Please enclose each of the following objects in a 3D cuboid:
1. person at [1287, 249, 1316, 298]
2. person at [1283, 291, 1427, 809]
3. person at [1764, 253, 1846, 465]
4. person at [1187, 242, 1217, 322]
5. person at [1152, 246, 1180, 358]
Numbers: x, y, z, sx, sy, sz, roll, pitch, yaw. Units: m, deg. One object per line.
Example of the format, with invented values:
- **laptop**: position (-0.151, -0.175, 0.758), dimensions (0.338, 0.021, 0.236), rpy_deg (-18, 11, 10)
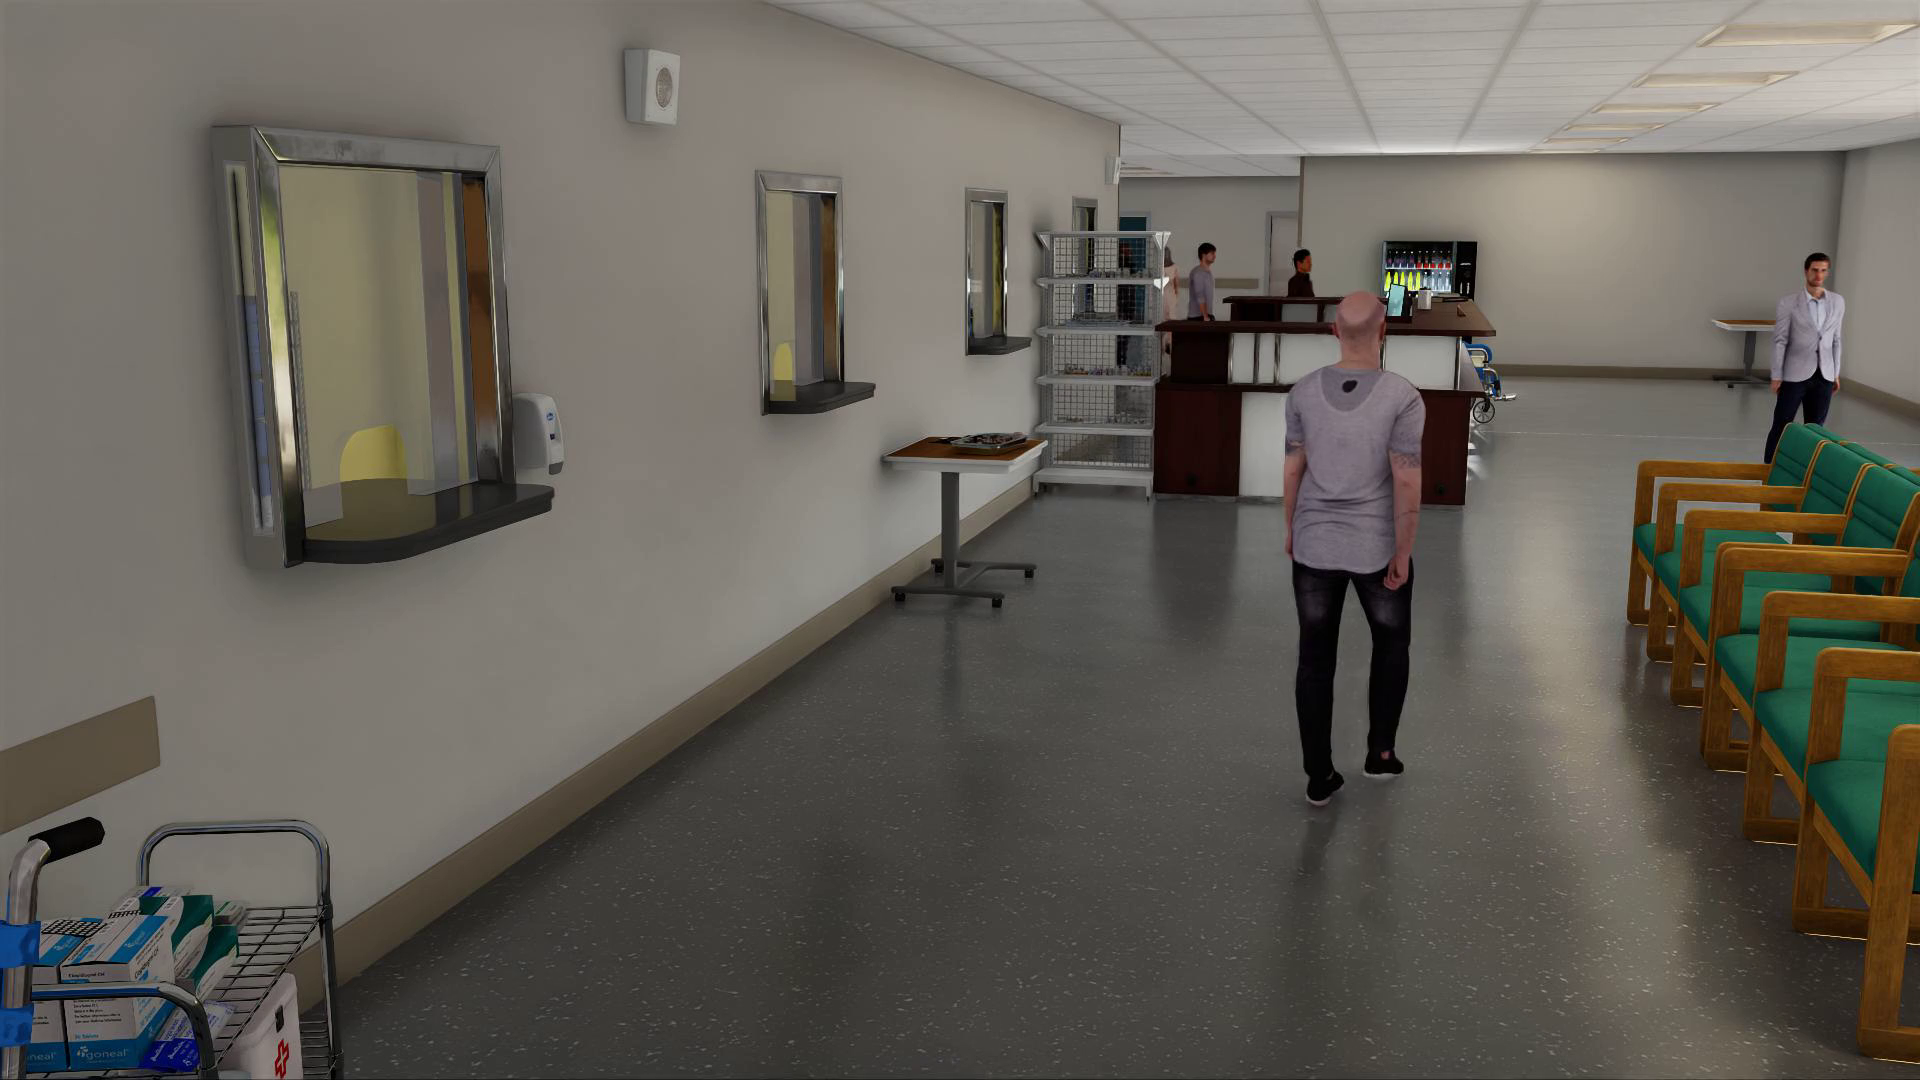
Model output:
- **person**: position (3.829, -2.437, 19.216), dimensions (1.177, 1.729, 0.838), rpy_deg (6, 12, 27)
- **person**: position (1.339, 0.072, 5.842), dimensions (0.685, 1.785, 0.780), rpy_deg (5, 12, 24)
- **person**: position (6.487, -1.272, 12.754), dimensions (0.580, 1.848, 0.788), rpy_deg (0, 11, 2)
- **person**: position (2.884, -2.732, 20.535), dimensions (1.042, 1.816, 0.845), rpy_deg (7, 13, 33)
- **person**: position (3.169, -3.612, 25.470), dimensions (1.135, 1.706, 0.792), rpy_deg (1, 11, 5)
